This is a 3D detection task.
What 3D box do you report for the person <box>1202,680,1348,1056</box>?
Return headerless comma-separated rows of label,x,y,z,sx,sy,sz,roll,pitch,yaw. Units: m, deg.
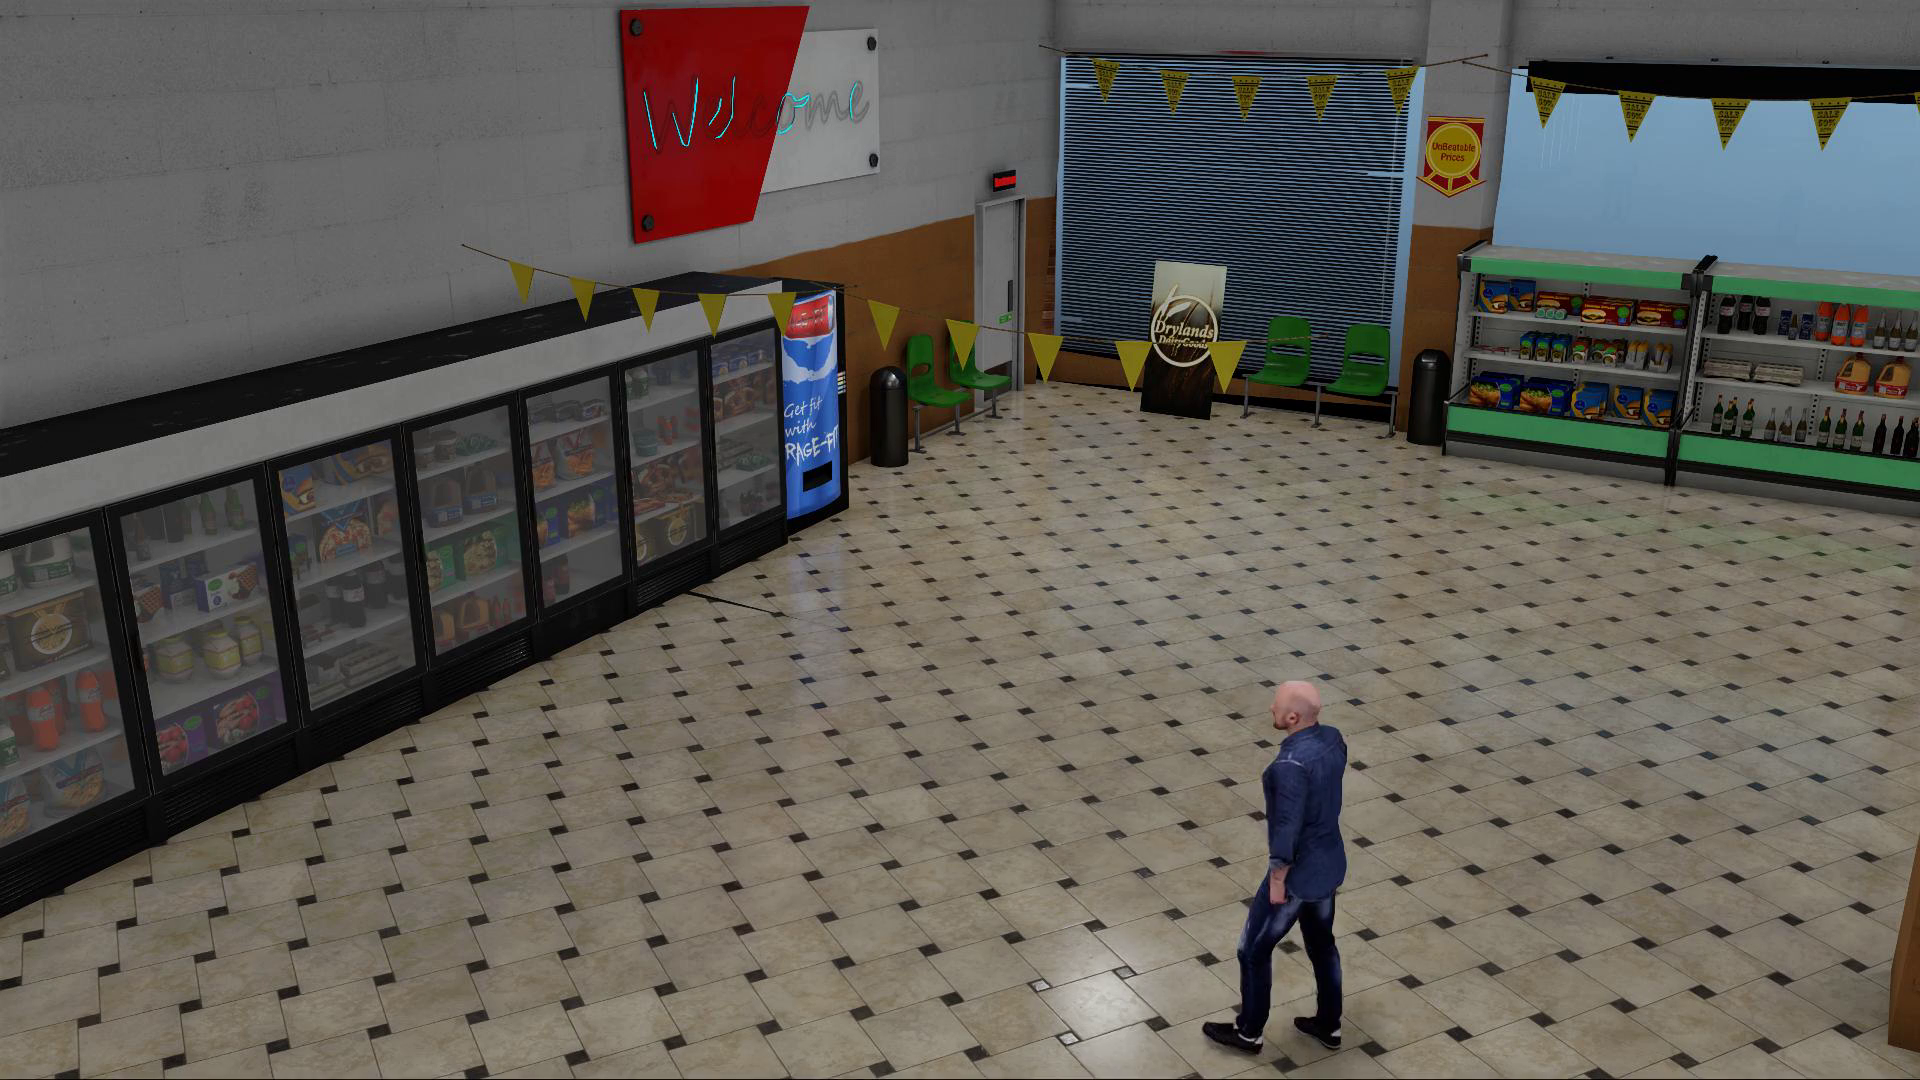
person,1.537,1.479,7.345,0.822,1.819,0.801,16,25,40
